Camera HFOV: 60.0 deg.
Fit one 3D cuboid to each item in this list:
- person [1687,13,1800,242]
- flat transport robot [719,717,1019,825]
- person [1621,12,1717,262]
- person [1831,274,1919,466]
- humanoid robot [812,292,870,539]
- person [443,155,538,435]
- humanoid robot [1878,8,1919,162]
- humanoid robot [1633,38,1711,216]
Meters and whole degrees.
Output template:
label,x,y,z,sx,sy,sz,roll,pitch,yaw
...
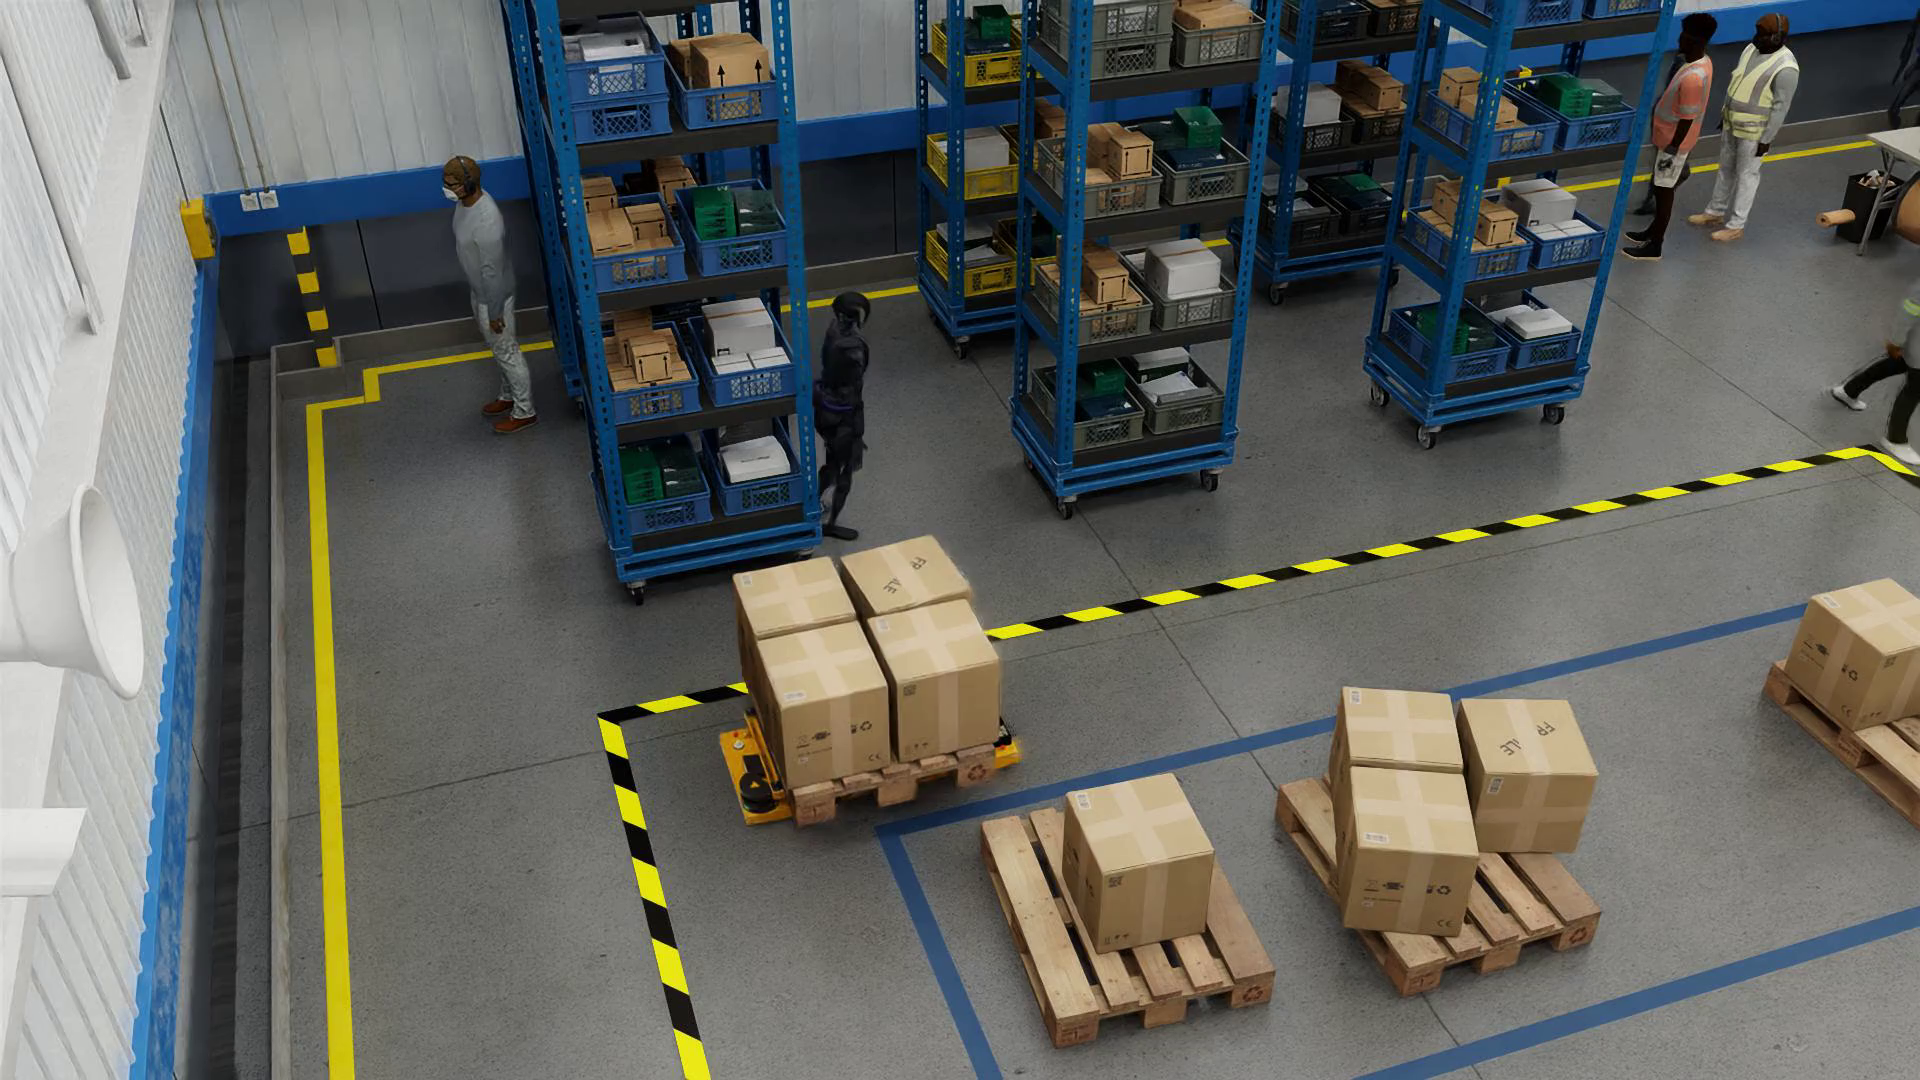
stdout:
label,x,y,z,sx,sy,sz,roll,pitch,yaw
person,6.333,-3.323,13.402,0.429,1.841,0.631,-6,36,-9
flat transport robot,-0.477,1.028,8.574,1.431,0.197,0.652,-11,37,-15
person,5.596,-3.153,13.054,0.361,1.963,0.613,15,38,20
person,6.164,-1.426,10.743,0.607,1.815,0.761,-24,42,-30
humanoid robot,-0.754,-0.736,9.878,0.443,1.633,0.616,-15,38,-20
person,-3.082,-1.608,10.900,0.371,1.932,0.620,-14,38,-19
humanoid robot,8.608,-4.164,14.744,0.361,1.643,0.610,-16,38,-22
humanoid robot,5.895,-3.438,13.715,0.341,1.652,0.588,-2,35,-2
